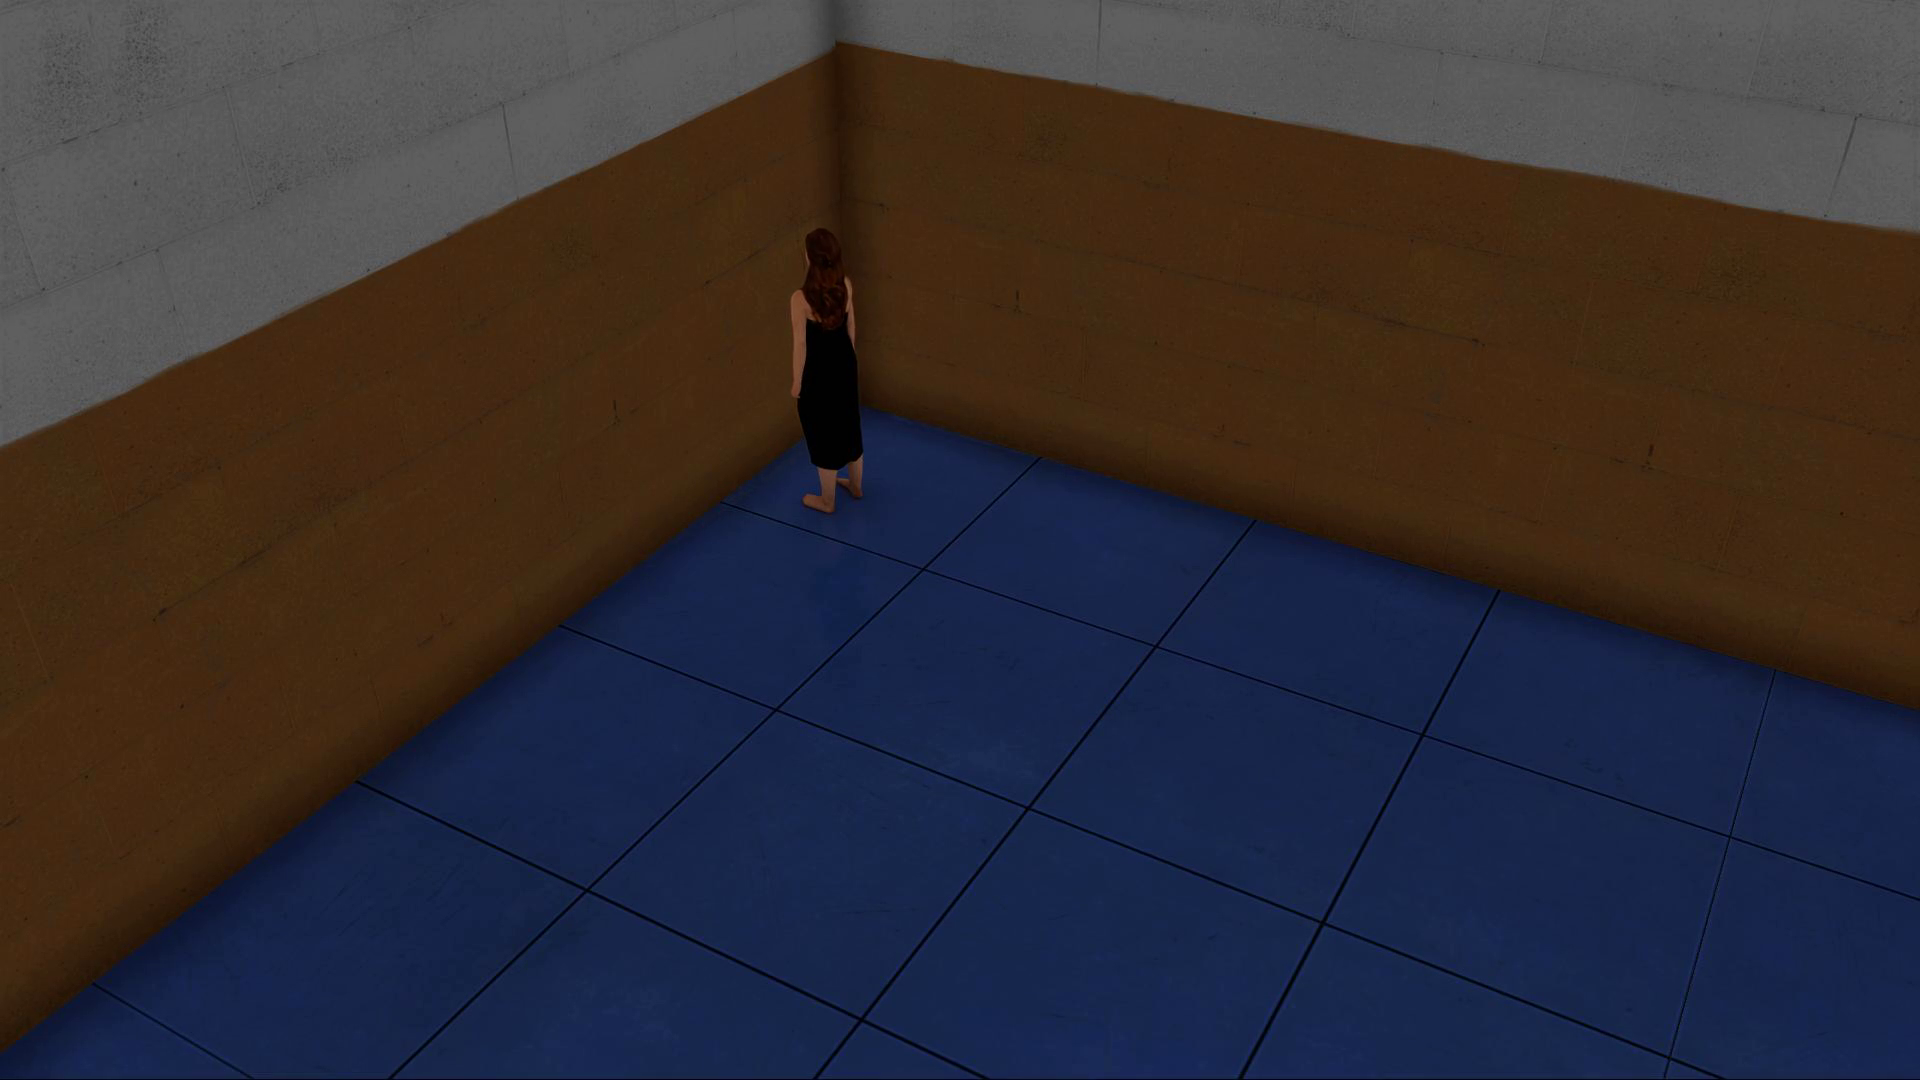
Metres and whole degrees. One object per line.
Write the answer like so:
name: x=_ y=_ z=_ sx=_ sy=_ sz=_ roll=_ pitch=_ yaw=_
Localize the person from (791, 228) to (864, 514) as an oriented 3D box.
person: x=-0.700 y=-0.885 z=8.819 sx=0.596 sy=1.625 sz=0.700 roll=-26 pitch=42 yaw=-34
